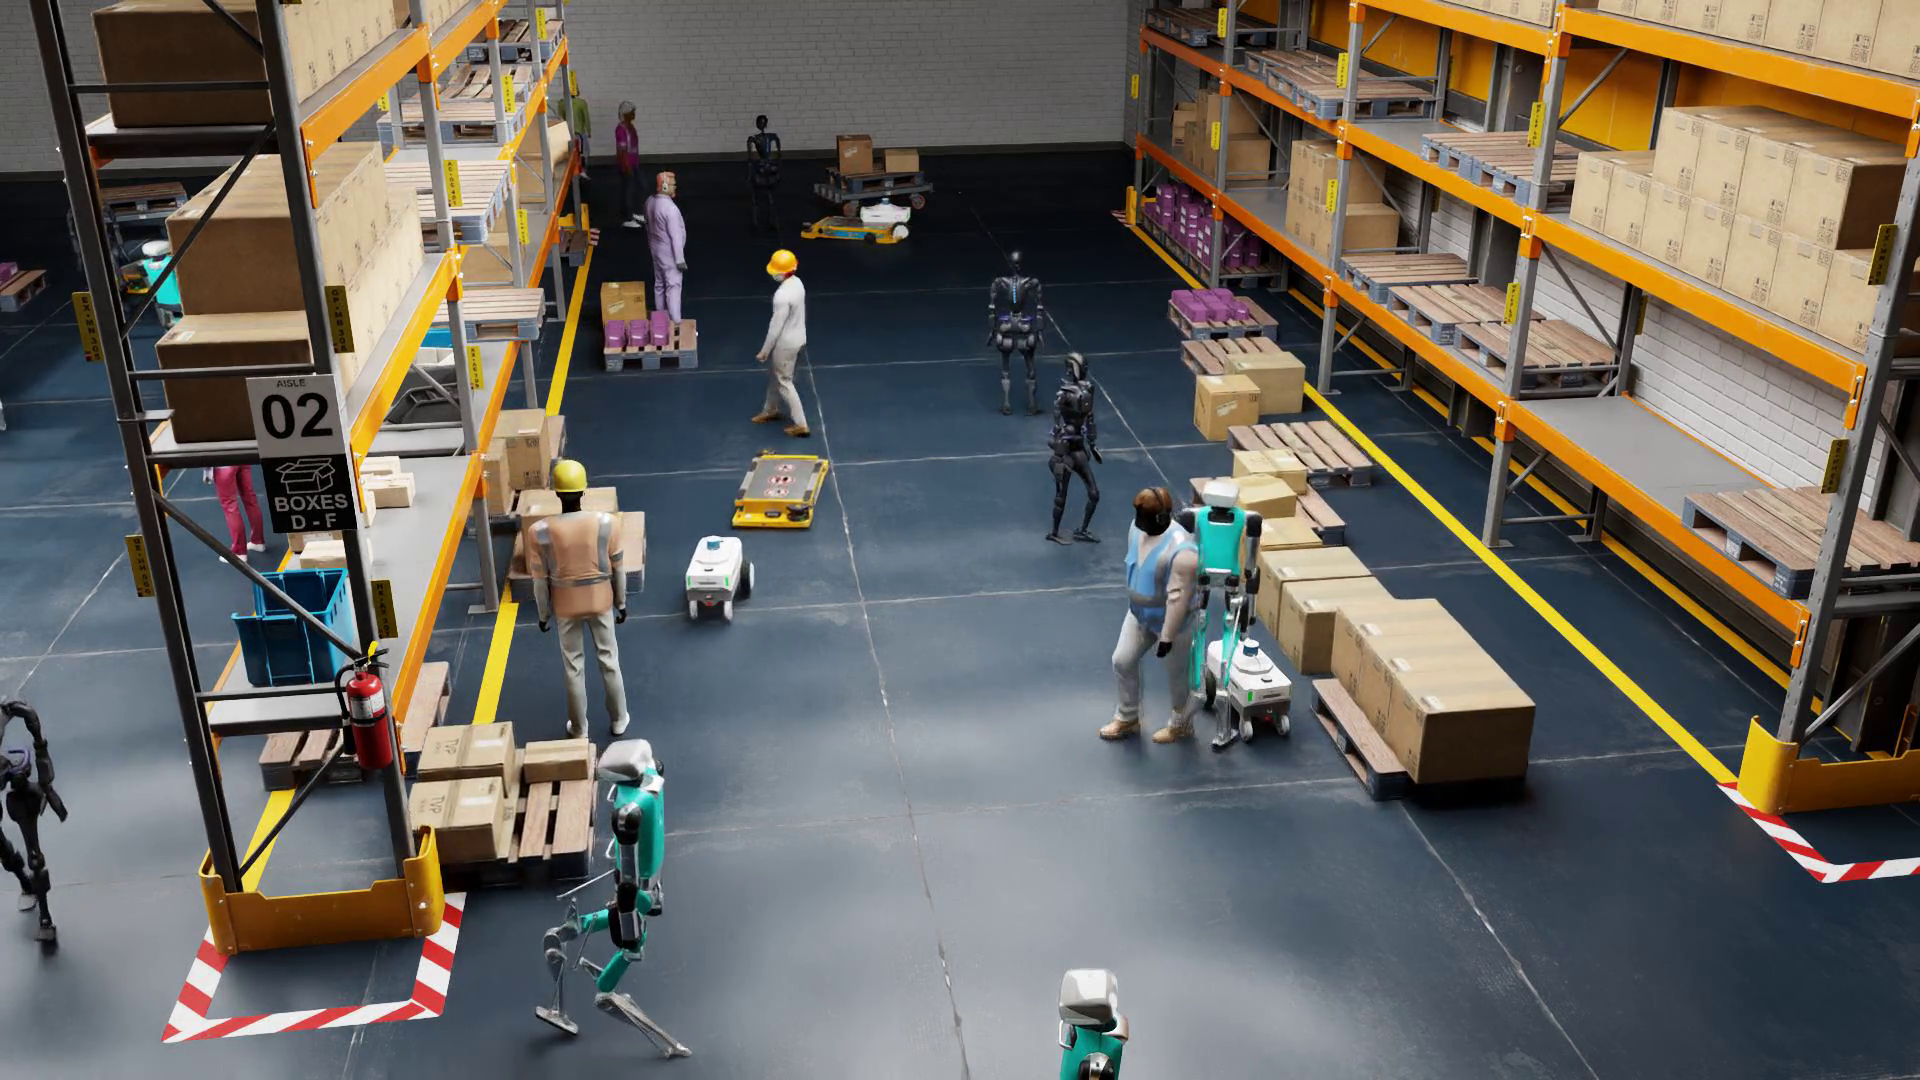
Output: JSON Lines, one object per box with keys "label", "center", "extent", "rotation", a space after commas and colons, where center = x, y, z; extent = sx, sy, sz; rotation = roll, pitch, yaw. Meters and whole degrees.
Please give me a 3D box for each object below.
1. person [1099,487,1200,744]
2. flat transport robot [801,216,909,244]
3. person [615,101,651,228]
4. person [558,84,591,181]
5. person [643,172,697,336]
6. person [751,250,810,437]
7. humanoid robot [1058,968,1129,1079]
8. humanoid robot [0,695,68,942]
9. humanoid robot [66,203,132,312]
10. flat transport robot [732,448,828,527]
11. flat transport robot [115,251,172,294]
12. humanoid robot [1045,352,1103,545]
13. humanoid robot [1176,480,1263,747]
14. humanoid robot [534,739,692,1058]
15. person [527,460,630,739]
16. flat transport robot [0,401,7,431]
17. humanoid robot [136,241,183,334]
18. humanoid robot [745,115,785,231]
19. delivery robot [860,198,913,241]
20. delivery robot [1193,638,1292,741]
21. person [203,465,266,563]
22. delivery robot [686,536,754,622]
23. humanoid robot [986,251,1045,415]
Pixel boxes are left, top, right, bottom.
{"label": "person", "center": [1.221, 0.509, 10.604], "extent": [0.704, 1.810, 0.633], "rotation": [-15, 28, -31]}
{"label": "flat transport robot", "center": [-1.487, -4.432, 23.775], "extent": [1.431, 0.231, 0.659], "rotation": [6, 25, 14]}
{"label": "person", "center": [-4.744, -5.426, 24.097], "extent": [0.527, 1.831, 0.505], "rotation": [7, 25, 15]}
{"label": "person", "center": [-6.289, -6.692, 27.227], "extent": [0.521, 1.619, 0.459], "rotation": [2, 24, 6]}
{"label": "person", "center": [-3.333, -3.272, 19.104], "extent": [0.405, 1.904, 0.638], "rotation": [-17, 29, -33]}
{"label": "person", "center": [-1.760, -1.924, 16.100], "extent": [0.669, 1.834, 0.630], "rotation": [4, 24, 9]}
{"label": "humanoid robot", "center": [0.246, 2.355, 6.320], "extent": [0.735, 1.677, 0.533], "rotation": [2, 24, 4]}
{"label": "humanoid robot", "center": [-5.123, 1.362, 8.852], "extent": [0.596, 1.628, 0.727], "rotation": [-8, 25, -18]}
{"label": "humanoid robot", "center": [-10.228, -3.451, 19.786], "extent": [0.599, 1.641, 0.428], "rotation": [-15, 28, -31]}
{"label": "flat transport robot", "center": [-1.575, -0.461, 14.727], "extent": [0.659, 0.231, 1.431], "rotation": [1, 24, 2]}
{"label": "flat transport robot", "center": [-10.461, -3.462, 21.566], "extent": [0.659, 0.231, 1.431], "rotation": [5, 24, 11]}
{"label": "humanoid robot", "center": [0.928, -0.735, 13.600], "extent": [0.429, 1.646, 0.603], "rotation": [18, 29, 35]}
{"label": "humanoid robot", "center": [1.603, 0.548, 10.592], "extent": [0.578, 1.775, 0.737], "rotation": [4, 24, 9]}
{"label": "humanoid robot", "center": [-1.774, 1.752, 7.928], "extent": [1.017, 1.789, 0.533], "rotation": [2, 24, 4]}
{"label": "person", "center": [-2.435, 0.403, 10.698], "extent": [0.587, 1.927, 0.381], "rotation": [-7, 25, -15]}
{"label": "flat transport robot", "center": [-9.816, -0.991, 15.935], "extent": [0.659, 0.231, 1.431], "rotation": [-14, 27, -28]}
{"label": "humanoid robot", "center": [-7.806, -2.212, 16.943], "extent": [0.533, 1.796, 0.849], "rotation": [6, 24, 13]}
{"label": "humanoid robot", "center": [-2.816, -5.285, 23.956], "extent": [0.612, 1.647, 0.344], "rotation": [-15, 28, -31]}
{"label": "delivery robot", "center": [-1.036, -4.569, 23.752], "extent": [0.809, 0.612, 0.499], "rotation": [1, 24, 3]}
{"label": "delivery robot", "center": [1.924, 0.956, 11.160], "extent": [0.499, 0.607, 0.808], "rotation": [-7, 25, -15]}
{"label": "person", "center": [-5.883, -0.612, 13.380], "extent": [0.287, 1.626, 0.500], "rotation": [8, 25, 17]}
{"label": "delivery robot", "center": [-1.872, 0.255, 12.726], "extent": [0.499, 0.583, 0.774], "rotation": [0, 24, 1]}
{"label": "humanoid robot", "center": [0.562, -2.069, 16.650], "extent": [0.619, 1.641, 0.377], "rotation": [3, 24, 8]}
